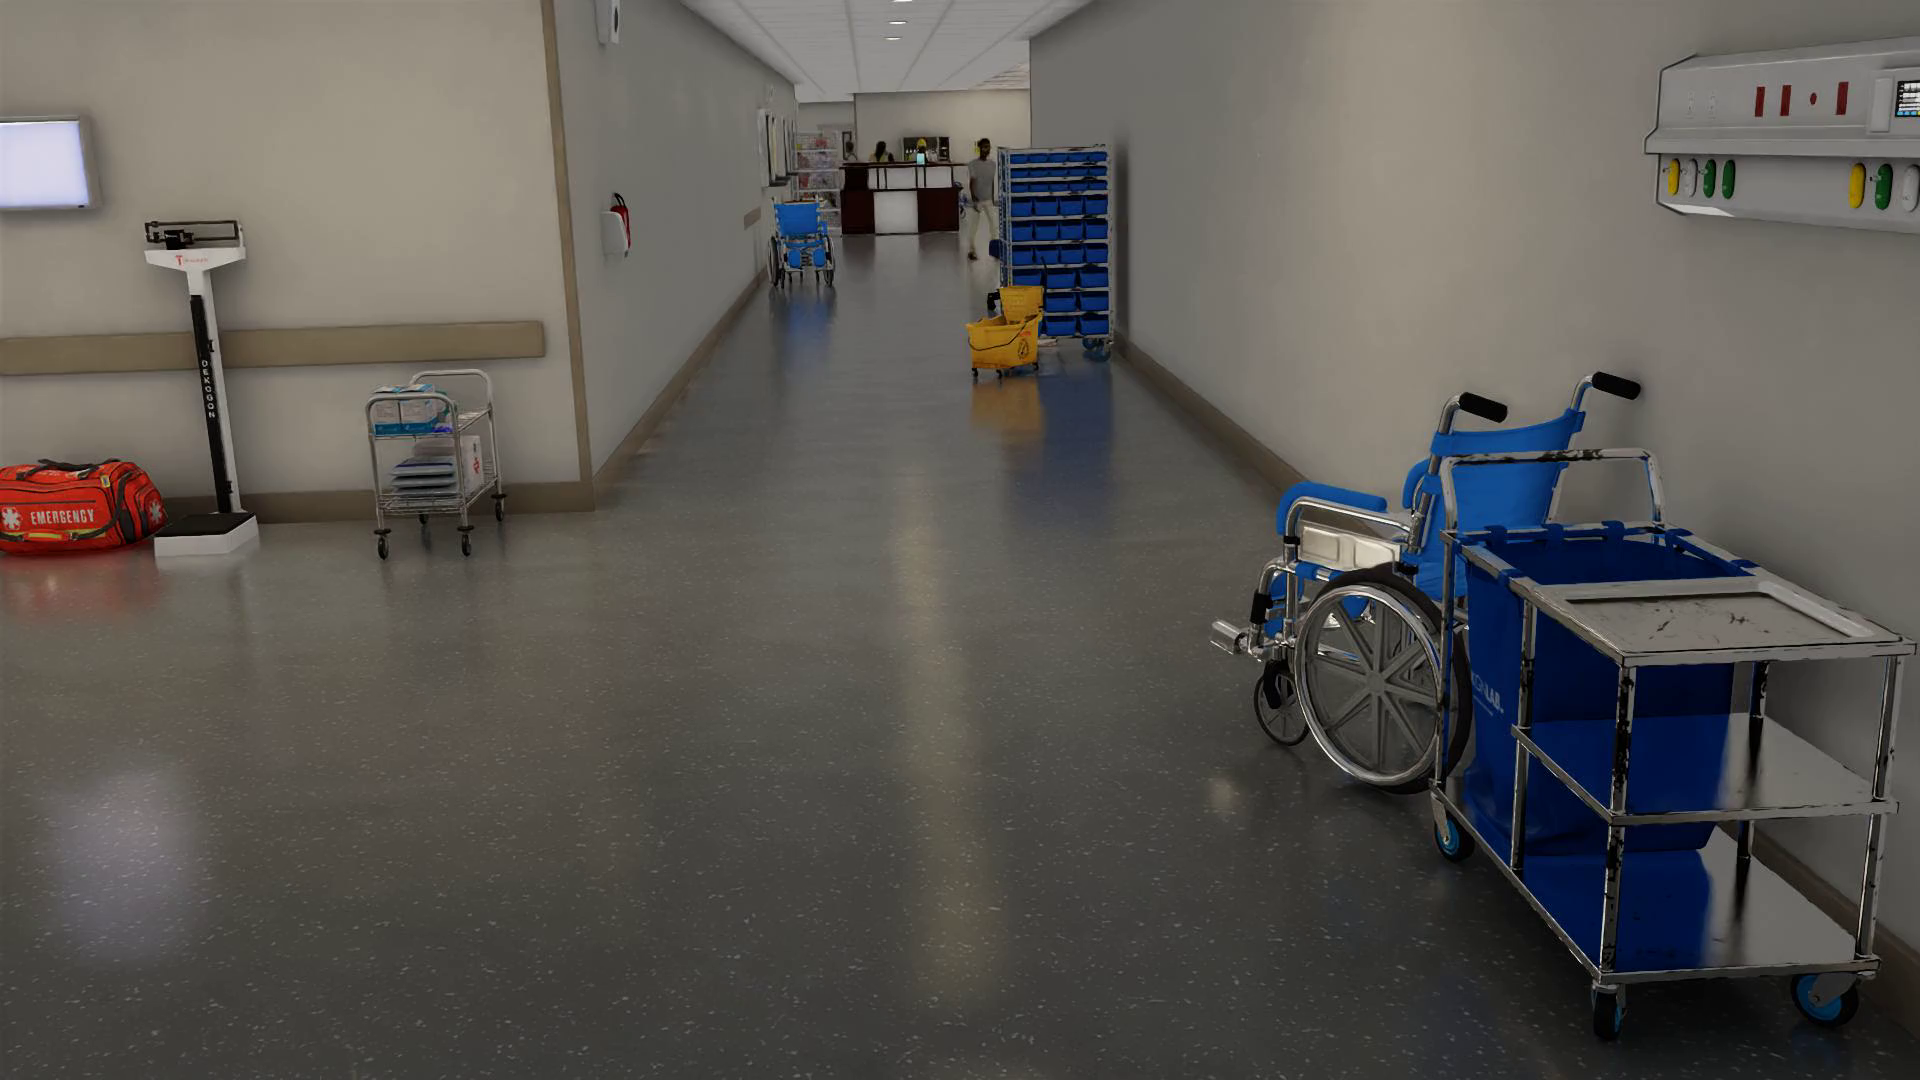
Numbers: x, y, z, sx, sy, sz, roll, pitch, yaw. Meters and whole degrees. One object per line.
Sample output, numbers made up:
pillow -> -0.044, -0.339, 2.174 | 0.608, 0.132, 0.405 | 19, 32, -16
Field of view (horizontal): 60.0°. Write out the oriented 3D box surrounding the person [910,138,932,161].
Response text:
person -> -0.898, -8.624, 39.598 | 0.595, 1.825, 0.404 | -3, 14, -7

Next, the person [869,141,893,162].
person -> -1.882, -8.554, 39.464 | 0.620, 1.804, 0.659 | 2, 14, 16

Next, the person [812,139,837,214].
person -> -3.449, -9.156, 42.000 | 1.064, 1.879, 0.546 | 8, 17, 34

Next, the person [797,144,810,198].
person -> -4.165, -9.425, 43.382 | 0.533, 1.767, 0.327 | 2, 14, 13

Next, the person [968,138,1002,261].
person -> 0.351, -5.093, 24.951 | 0.517, 1.817, 0.994 | -8, 15, -25
